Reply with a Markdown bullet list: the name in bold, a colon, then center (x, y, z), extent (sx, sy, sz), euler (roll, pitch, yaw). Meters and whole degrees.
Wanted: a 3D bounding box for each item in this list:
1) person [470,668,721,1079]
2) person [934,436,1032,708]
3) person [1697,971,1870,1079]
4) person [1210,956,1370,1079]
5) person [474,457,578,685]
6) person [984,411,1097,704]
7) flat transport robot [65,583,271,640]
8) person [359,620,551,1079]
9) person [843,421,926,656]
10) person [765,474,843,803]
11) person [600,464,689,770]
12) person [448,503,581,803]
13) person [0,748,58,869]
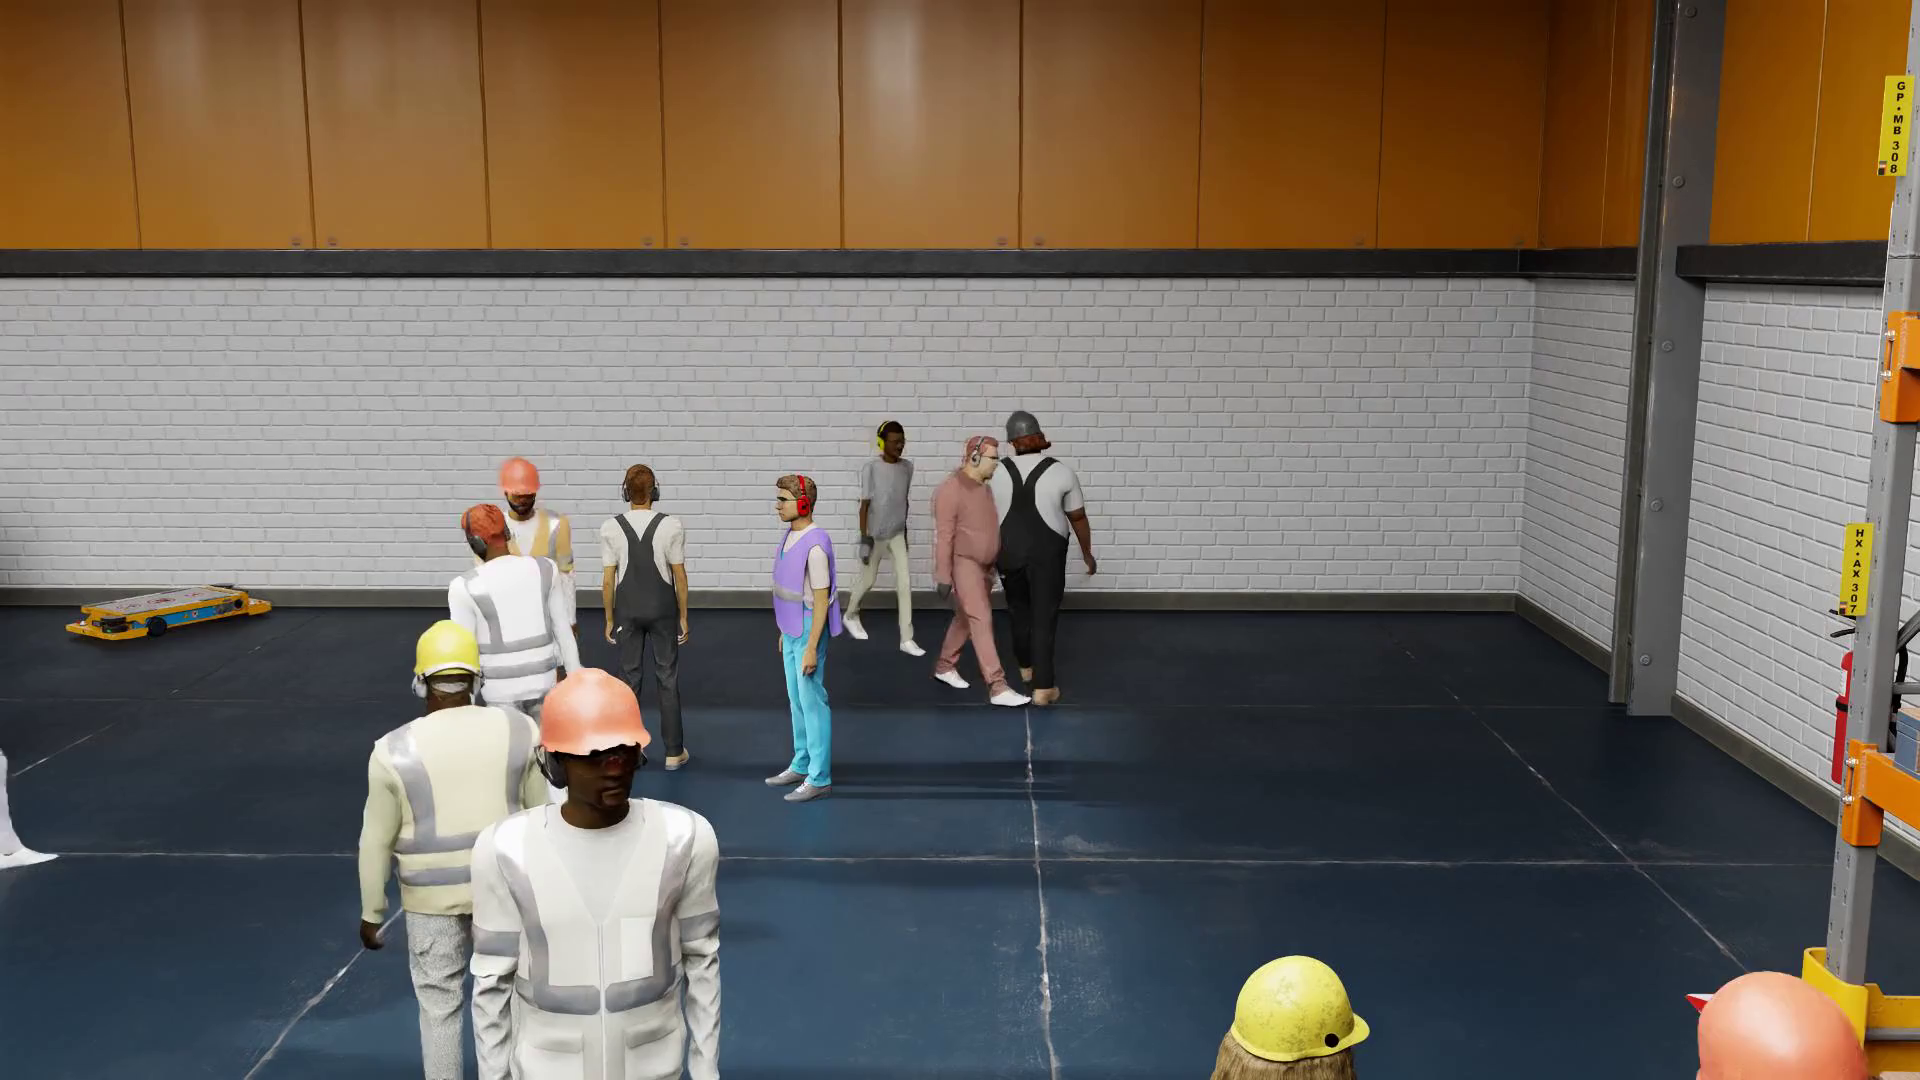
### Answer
- **person**: center (-0.892, 1.318, 4.154), extent (0.615, 2.047, 0.357), euler (-2, 10, -14)
- **person**: center (0.137, 0.194, 11.530), extent (0.982, 1.841, 0.657), euler (7, 12, 35)
- **person**: center (1.243, 1.637, 2.538), extent (0.617, 1.944, 0.806), euler (3, 10, 19)
- **person**: center (0.615, 1.631, 3.193), extent (0.296, 1.745, 0.485), euler (-4, 10, -25)
- **person**: center (-2.502, 0.470, 9.634), extent (0.568, 1.909, 0.698), euler (-3, 10, -17)
- **person**: center (0.568, 0.066, 11.675), extent (0.762, 2.000, 0.962), euler (3, 10, 15)
- **flat transport robot**: center (-6.579, 0.584, 13.863), extent (0.652, 0.197, 1.431), euler (6, 11, 32)
- **person**: center (-1.700, 1.180, 5.673), extent (0.640, 1.820, 0.414), euler (-6, 11, -32)
- **person**: center (-0.623, -0.046, 13.038), extent (0.533, 1.821, 0.978), euler (-7, 12, -36)
- **person**: center (-0.875, 0.546, 9.395), extent (0.389, 1.843, 0.567), euler (-4, 10, -23)
- **person**: center (-1.863, 0.466, 9.883), extent (0.504, 1.840, 0.345), euler (-1, 10, -4)
- **person**: center (-2.179, 0.735, 8.210), extent (0.661, 1.858, 0.409), euler (-8, 12, -39)
- **person**: center (-4.931, 0.787, 8.002), extent (0.876, 1.850, 0.512), euler (-6, 11, -34)
